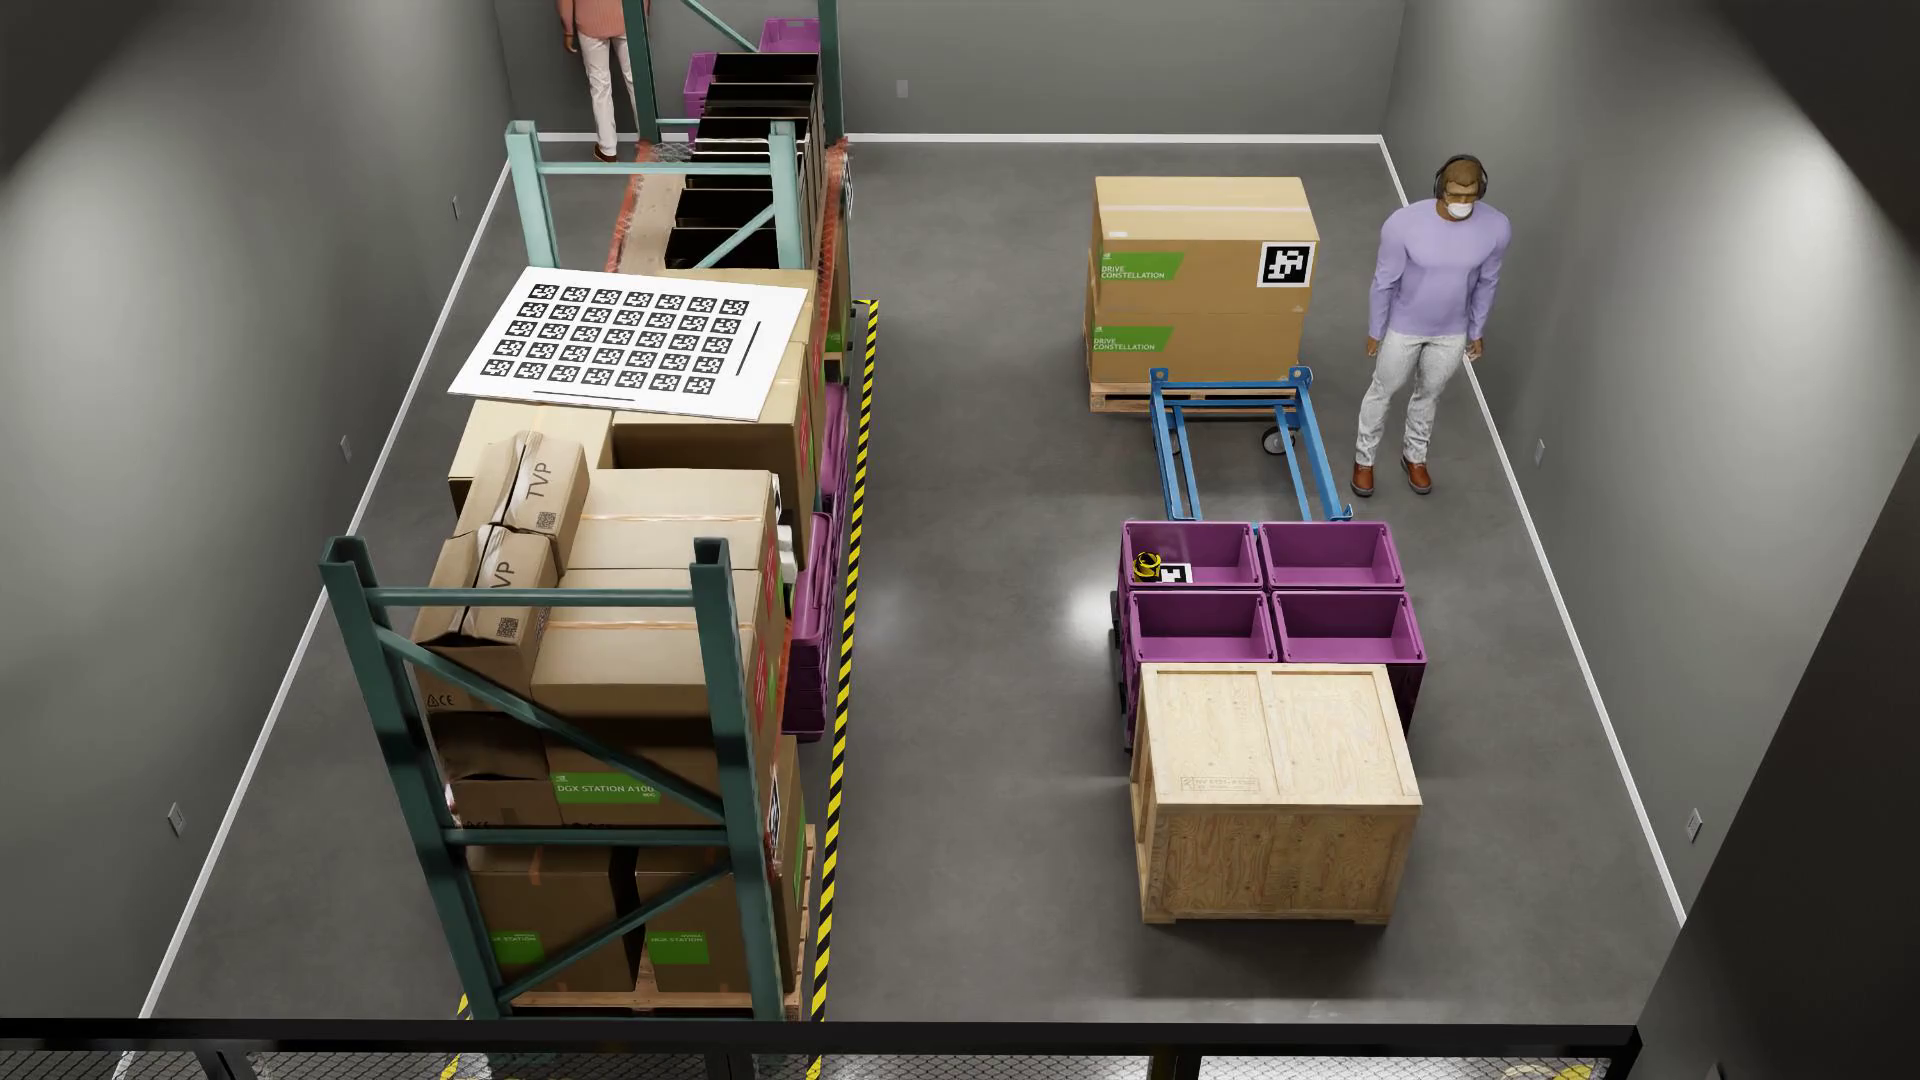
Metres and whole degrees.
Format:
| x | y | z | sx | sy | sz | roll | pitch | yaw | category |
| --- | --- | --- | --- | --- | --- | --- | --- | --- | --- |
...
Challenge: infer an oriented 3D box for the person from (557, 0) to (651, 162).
| x | y | z | sx | sy | sz | roll | pitch | yaw | category |
| --- | --- | --- | --- | --- | --- | --- | --- | --- | --- |
| -2.337 | -3.422 | 10.974 | 0.609 | 1.995 | 0.378 | -16 | 44 | -17 | person |

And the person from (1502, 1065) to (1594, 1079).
| x | y | z | sx | sy | sz | roll | pitch | yaw | category |
| --- | --- | --- | --- | --- | --- | --- | --- | --- | --- |
| 1.623 | 2.068 | 4.835 | 0.403 | 1.830 | 0.598 | 5 | 42 | 6 | person |

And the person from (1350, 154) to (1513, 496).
| x | y | z | sx | sy | sz | roll | pitch | yaw | category |
| --- | --- | --- | --- | --- | --- | --- | --- | --- | --- |
| 2.339 | -1.061 | 8.324 | 0.629 | 1.939 | 0.376 | -1 | 41 | -1 | person |
